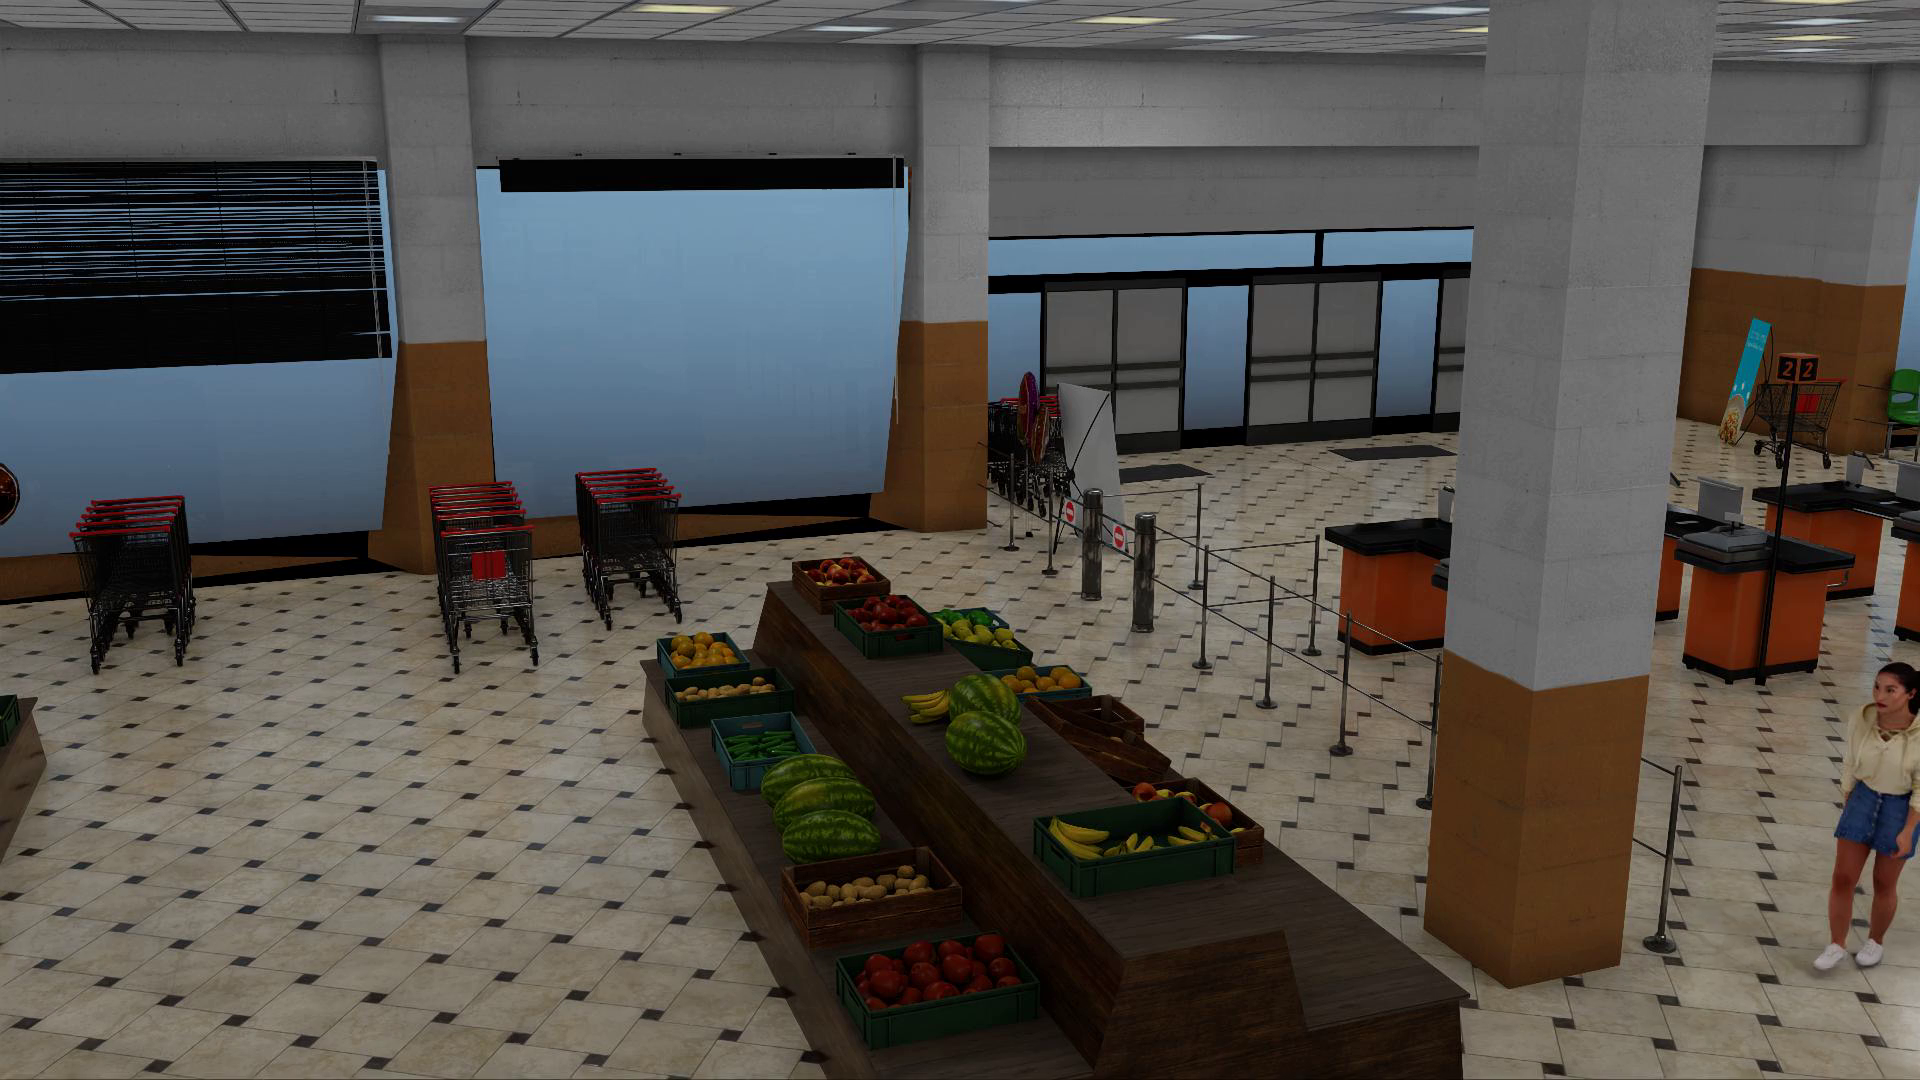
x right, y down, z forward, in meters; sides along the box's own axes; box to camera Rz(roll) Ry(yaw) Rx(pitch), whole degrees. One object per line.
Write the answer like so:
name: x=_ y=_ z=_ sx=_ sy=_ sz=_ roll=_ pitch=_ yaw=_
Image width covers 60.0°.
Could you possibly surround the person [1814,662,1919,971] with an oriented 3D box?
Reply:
person: x=4.654 y=1.376 z=8.306 sx=0.840 sy=1.610 sz=0.797 roll=-12 pitch=18 yaw=-40
